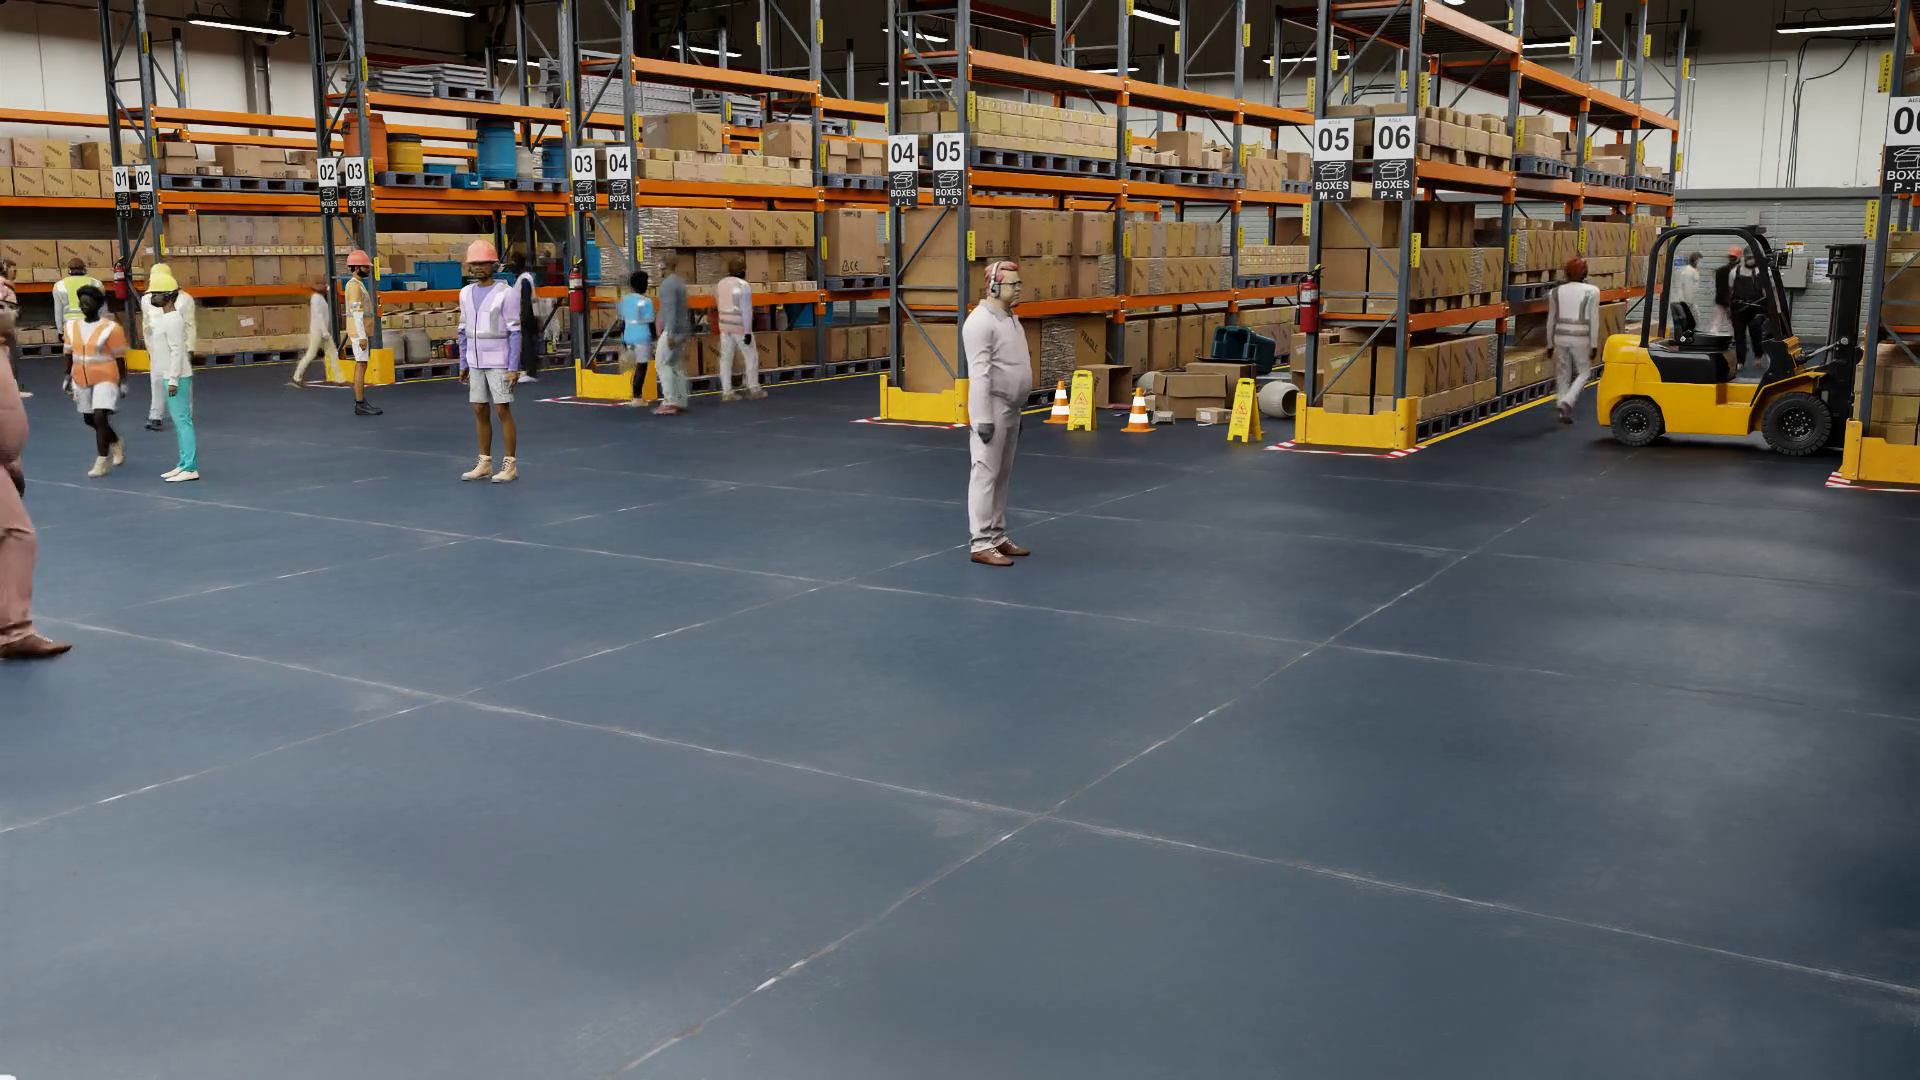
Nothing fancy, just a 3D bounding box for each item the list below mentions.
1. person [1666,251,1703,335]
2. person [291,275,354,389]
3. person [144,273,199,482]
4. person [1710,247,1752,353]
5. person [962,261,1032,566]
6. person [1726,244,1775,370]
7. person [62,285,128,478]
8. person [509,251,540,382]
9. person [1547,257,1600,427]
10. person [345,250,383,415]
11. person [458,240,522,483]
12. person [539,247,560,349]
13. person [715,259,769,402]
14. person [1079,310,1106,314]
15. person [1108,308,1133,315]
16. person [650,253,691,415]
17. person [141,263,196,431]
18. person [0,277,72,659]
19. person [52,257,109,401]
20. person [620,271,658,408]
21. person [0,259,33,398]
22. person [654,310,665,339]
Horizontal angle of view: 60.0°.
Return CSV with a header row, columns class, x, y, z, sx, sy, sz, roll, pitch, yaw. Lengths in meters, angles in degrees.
class,x,y,z,sx,sy,sz,roll,pitch,yaw
person,13.363,-4.388,30.762,0.957,1.902,0.634,7,12,33
person,-8.944,-2.896,23.172,0.853,1.594,0.510,-2,10,-8
person,-6.716,-1.378,14.177,0.315,1.769,0.525,-6,12,-29
person,13.769,-4.234,29.665,1.009,1.937,0.632,-7,12,-33
person,0.259,-0.803,10.560,0.403,1.911,0.637,4,11,21
person,12.582,-3.730,26.583,0.680,2.000,0.540,8,13,38
person,-7.568,-1.417,14.647,0.532,1.671,0.762,1,10,6
person,-6.388,-3.243,24.228,0.496,1.901,0.626,-5,11,-24
person,6.725,-2.167,18.285,0.592,1.871,0.446,10,14,44
person,-7.060,-2.441,19.654,0.356,1.938,0.545,-4,11,-20
person,-4.002,-1.497,14.067,0.615,2.042,0.378,5,11,24
person,-7.921,-4.638,31.952,0.629,1.940,0.373,10,14,44
person,-2.788,-2.693,21.391,0.661,1.814,0.783,8,13,37
person,2.183,-3.867,27.474,0.379,1.996,0.609,-9,13,-41
person,2.803,-4.166,29.275,0.659,1.951,0.632,-8,13,-39
person,-3.445,-2.417,19.625,0.534,1.903,0.694,0,10,2
person,-8.580,-2.079,18.000,0.606,1.789,0.871,-1,10,-6
person,-4.702,-0.339,8.091,0.701,1.865,0.669,-5,11,-28
person,-11.293,-2.708,21.426,0.621,1.841,0.429,-5,11,-25
person,-3.902,-2.463,20.491,0.548,1.673,0.521,8,13,39
person,-12.536,-2.744,21.678,0.581,1.822,0.537,-5,11,-28
person,-4.746,-3.648,26.589,0.647,1.881,0.862,8,13,36
